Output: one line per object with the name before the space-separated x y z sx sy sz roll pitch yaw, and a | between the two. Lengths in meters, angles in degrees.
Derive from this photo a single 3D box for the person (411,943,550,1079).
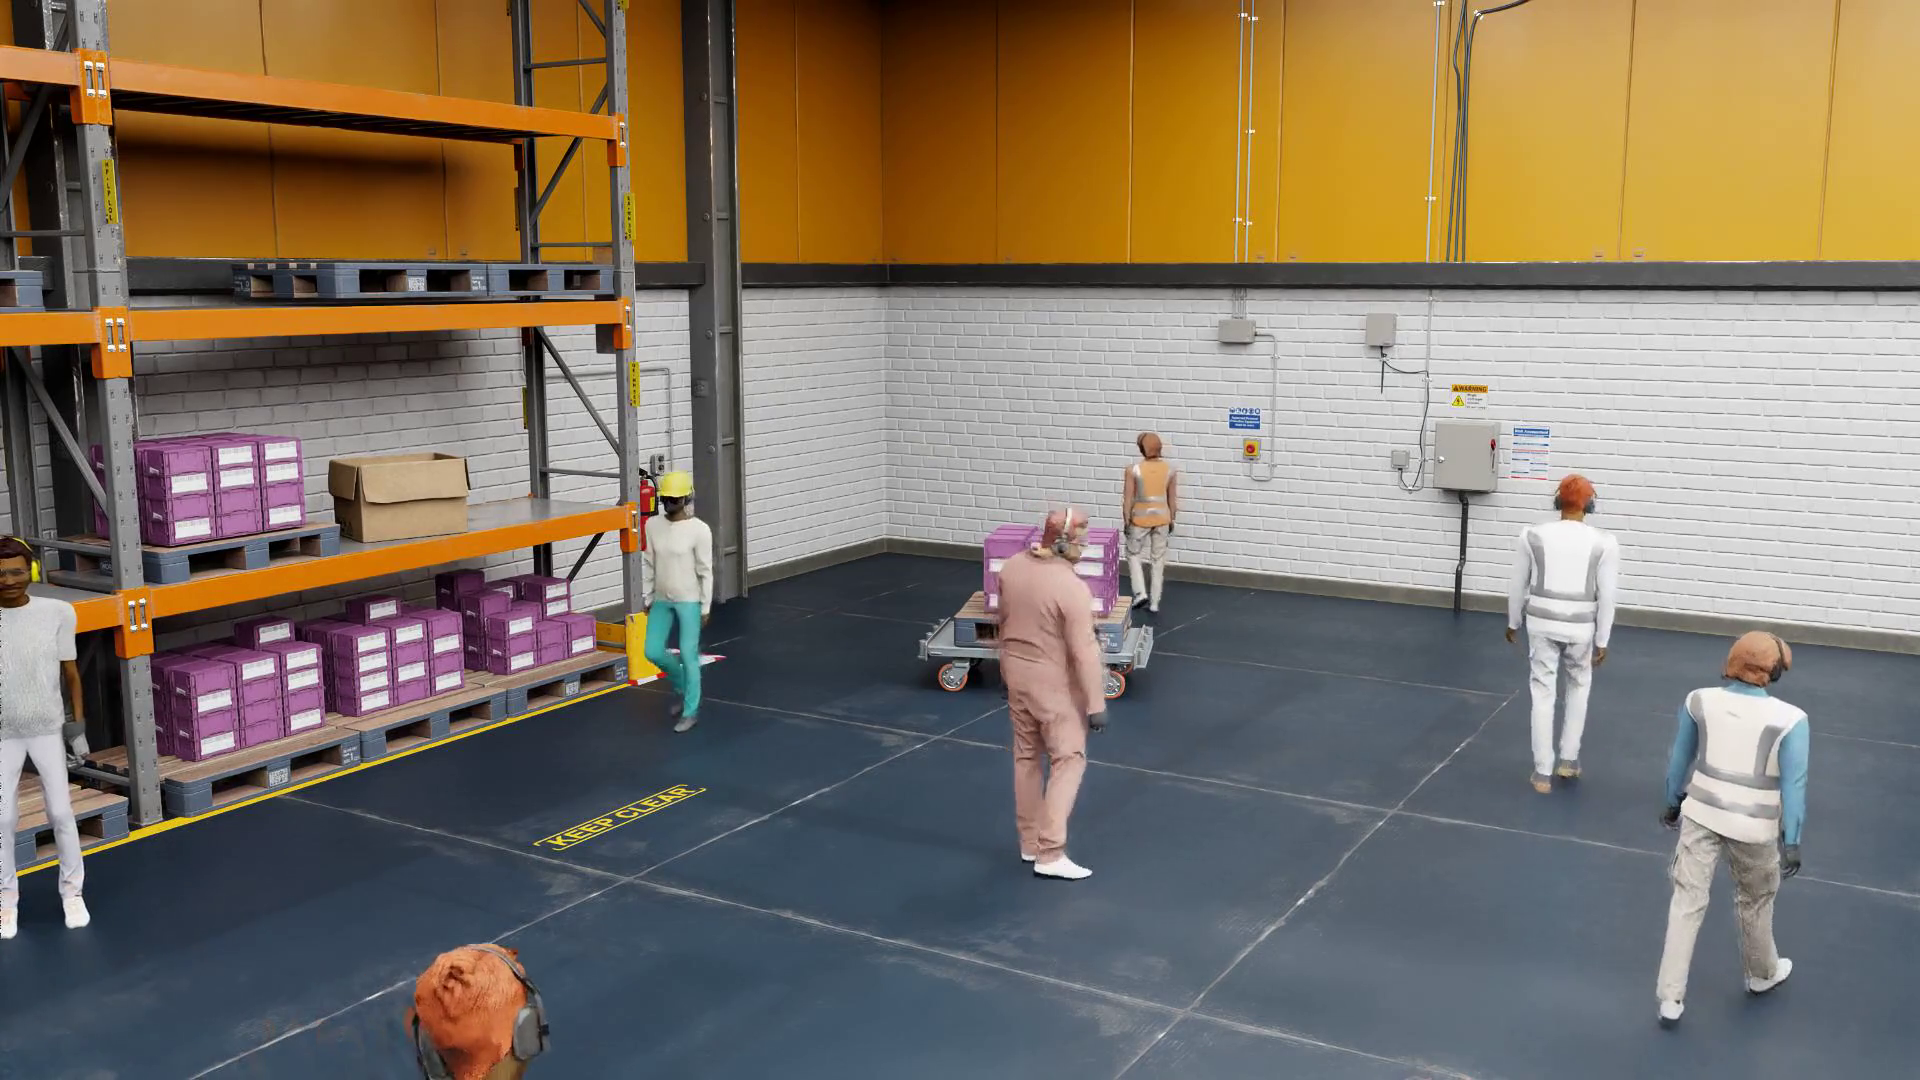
person | -0.906 1.647 3.001 0.601 1.844 0.939 9 12 43

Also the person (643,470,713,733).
person | -1.861 0.400 11.004 0.539 1.751 0.401 4 10 24

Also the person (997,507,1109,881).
person | 0.441 0.762 8.402 0.447 1.876 0.689 -8 12 -39

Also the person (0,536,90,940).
person | -4.281 0.894 7.619 0.509 1.860 0.318 -5 10 -26

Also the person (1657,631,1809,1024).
person | 3.168 1.152 6.789 0.861 1.593 0.602 -8 12 -42

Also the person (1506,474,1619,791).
person | 3.562 0.530 9.881 0.606 1.860 0.707 3 10 20

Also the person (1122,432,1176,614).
person | 1.688 -0.151 14.842 0.528 1.624 0.365 -2 9 -13
